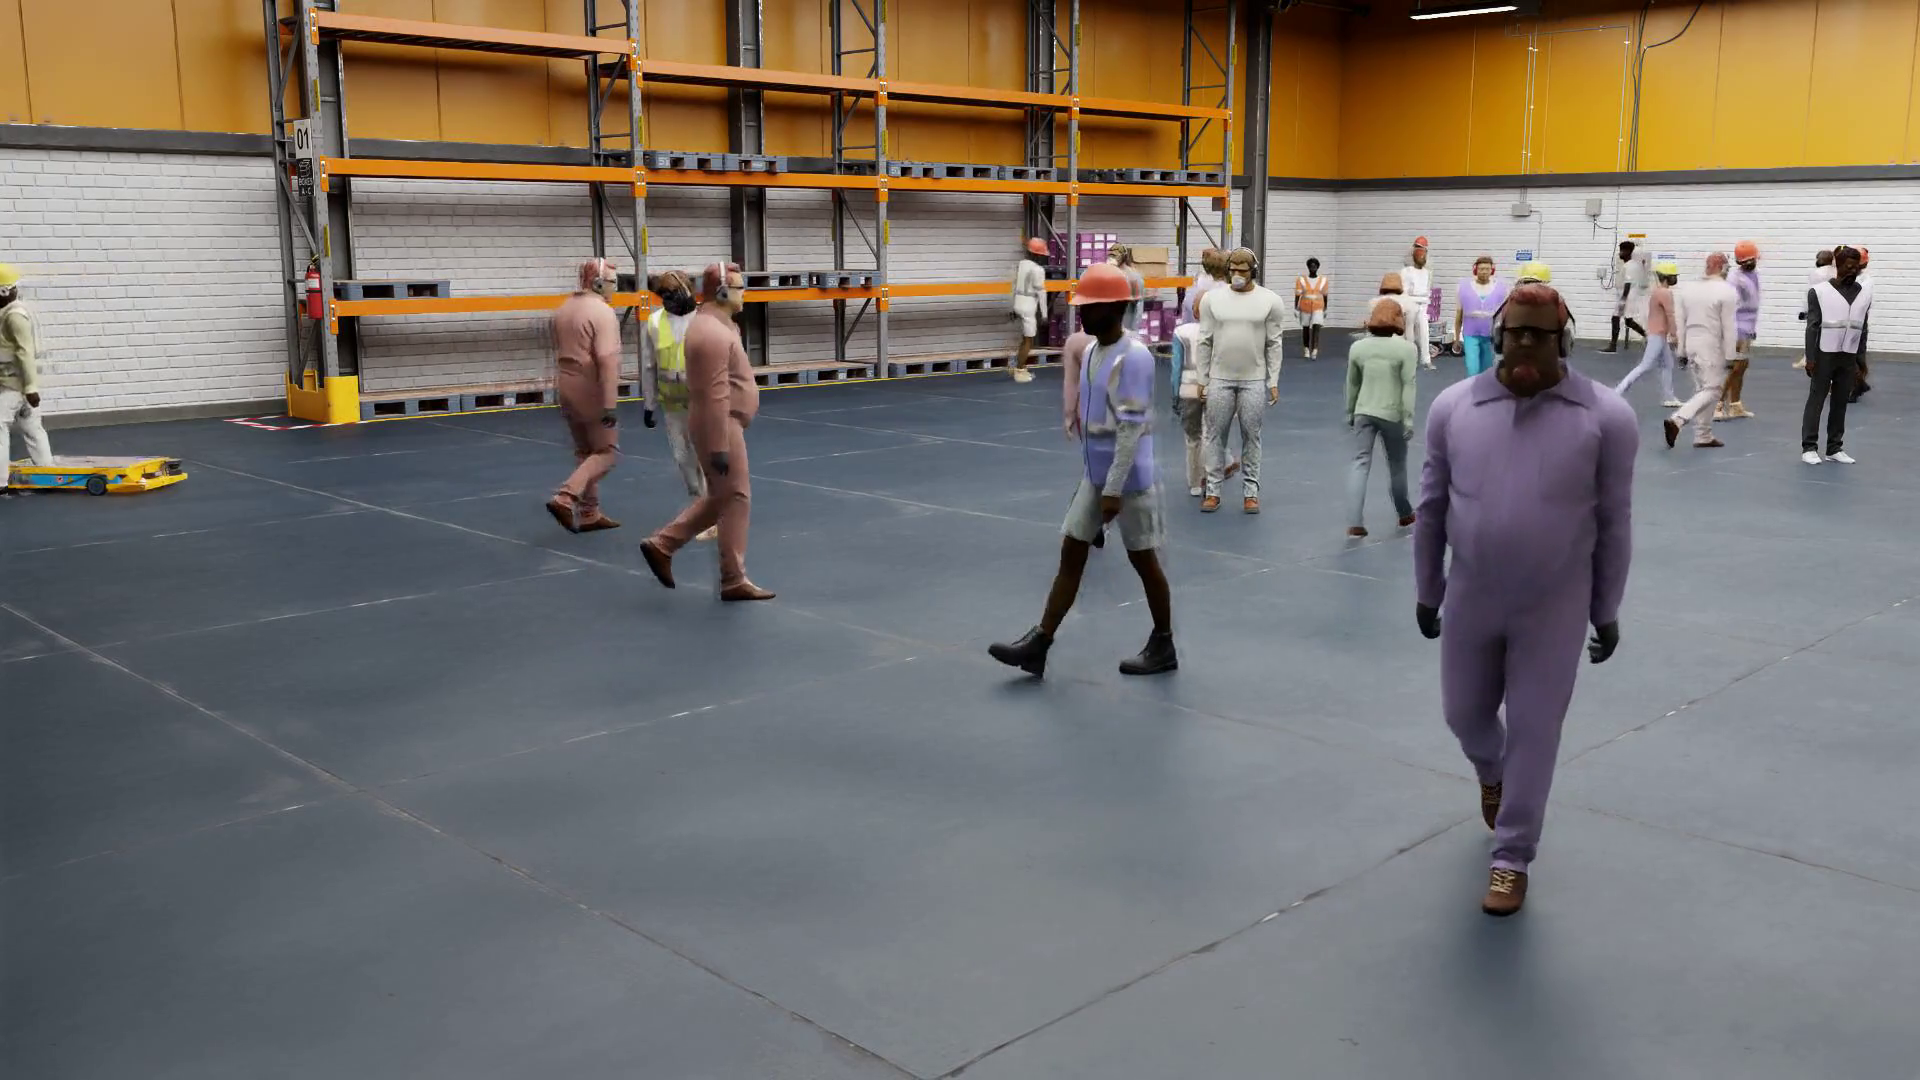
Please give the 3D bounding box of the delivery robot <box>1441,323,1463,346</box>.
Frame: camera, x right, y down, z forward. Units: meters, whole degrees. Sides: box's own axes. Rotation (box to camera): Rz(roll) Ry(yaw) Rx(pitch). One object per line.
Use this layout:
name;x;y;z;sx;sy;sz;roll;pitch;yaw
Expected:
delivery robot;8.571;-3.499;28.422;0.707;0.478;0.477;-4;11;-22

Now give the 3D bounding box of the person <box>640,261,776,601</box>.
person;-1.394;-0.580;9.148;0.645;1.889;0.640;-2;11;-13

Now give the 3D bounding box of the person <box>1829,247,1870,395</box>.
person;11.305;-2.762;21.073;0.532;1.870;0.319;-4;11;-20

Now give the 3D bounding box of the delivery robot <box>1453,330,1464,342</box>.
delivery robot;8.615;-3.381;27.777;0.707;0.478;0.477;7;12;33

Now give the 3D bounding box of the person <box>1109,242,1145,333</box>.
person;1.801;-2.416;19.000;0.630;1.940;0.372;8;13;39

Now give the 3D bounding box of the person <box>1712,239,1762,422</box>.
person;8.546;-2.275;18.136;0.722;1.988;0.379;-10;14;-42

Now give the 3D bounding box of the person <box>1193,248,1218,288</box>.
person;3.113;-2.720;20.841;0.612;1.860;0.643;10;14;43

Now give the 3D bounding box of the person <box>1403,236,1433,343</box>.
person;8.676;-4.738;31.503;0.392;1.995;0.612;-10;15;-44

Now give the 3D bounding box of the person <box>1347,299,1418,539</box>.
person;2.868;-0.824;11.245;0.526;1.591;0.811;8;13;36

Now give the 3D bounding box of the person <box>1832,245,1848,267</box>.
person;13.864;-3.724;26.351;0.315;1.861;0.513;7;13;35

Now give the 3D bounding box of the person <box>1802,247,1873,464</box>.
person;7.783;-1.632;14.785;0.592;1.917;0.392;-1;10;-8

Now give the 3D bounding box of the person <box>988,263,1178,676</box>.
person;0.598;-0.287;7.509;0.983;1.887;0.567;-5;12;-26

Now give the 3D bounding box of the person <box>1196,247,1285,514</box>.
person;2.030;-1.154;12.135;0.627;1.933;0.371;2;11;13

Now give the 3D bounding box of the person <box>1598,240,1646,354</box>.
person;11.412;-4.114;28.270;0.859;1.935;0.606;2;11;12

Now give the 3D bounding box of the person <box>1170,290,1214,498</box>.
person;1.862;-1.088;12.647;0.524;1.613;0.688;1;10;7

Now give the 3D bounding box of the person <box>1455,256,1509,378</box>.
person;5.854;-2.291;18.704;0.583;1.808;0.942;2;11;10

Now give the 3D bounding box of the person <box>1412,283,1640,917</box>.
person;1.738;0.147;5.171;0.650;1.885;0.747;6;12;29

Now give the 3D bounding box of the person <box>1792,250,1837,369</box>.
person;12.953;-3.444;24.959;0.626;1.813;0.833;-7;12;-32

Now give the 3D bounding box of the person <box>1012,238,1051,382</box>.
person;0.953;-3.146;22.870;0.481;1.986;0.710;-4;11;-22

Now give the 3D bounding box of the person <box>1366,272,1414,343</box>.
person;4.744;-2.140;18.375;0.519;1.602;0.732;3;11;15

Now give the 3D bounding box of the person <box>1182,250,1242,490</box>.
person;2.156;-1.375;13.442;0.639;1.892;0.971;10;14;43

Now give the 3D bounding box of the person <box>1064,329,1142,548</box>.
person;0.923;-0.821;10.851;0.527;1.743;0.787;3;11;17

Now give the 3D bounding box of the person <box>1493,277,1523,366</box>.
person;5.616;-1.832;16.664;0.516;1.616;0.470;3;11;16

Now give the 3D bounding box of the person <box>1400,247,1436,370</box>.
person;6.877;-3.513;25.253;0.574;1.847;0.934;-4;11;-20

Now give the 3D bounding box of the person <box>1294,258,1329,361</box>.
person;5.721;-3.761;27.118;0.542;1.651;0.881;2;11;11

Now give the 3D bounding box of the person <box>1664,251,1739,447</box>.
person;6.993;-1.774;15.693;0.747;1.877;0.687;-3;11;-16

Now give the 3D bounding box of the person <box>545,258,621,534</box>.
person;-2.533;-0.948;11.155;0.563;1.876;0.691;-9;13;-39

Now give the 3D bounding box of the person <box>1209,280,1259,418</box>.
person;2.992;-2.233;18.306;0.629;1.828;0.668;3;11;15

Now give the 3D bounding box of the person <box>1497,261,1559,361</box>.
person;4.756;-1.408;13.863;0.641;1.810;0.605;-10;15;-44

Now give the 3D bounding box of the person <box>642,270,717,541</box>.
person;-1.807;-0.927;11.296;0.689;1.796;0.766;2;11;13

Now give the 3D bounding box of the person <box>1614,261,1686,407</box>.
person;8.143;-2.415;19.561;0.877;1.728;0.522;2;11;11

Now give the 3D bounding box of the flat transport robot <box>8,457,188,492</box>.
flat transport robot;-7.021;-0.529;13.257;1.431;0.197;0.652;1;10;3

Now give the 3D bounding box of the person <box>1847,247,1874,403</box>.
person;10.772;-2.575;20.008;0.676;1.887;0.605;-1;10;-6

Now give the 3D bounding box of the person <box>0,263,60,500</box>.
person;-7.389;-1.209;12.781;0.757;1.804;0.599;-6;12;-28
